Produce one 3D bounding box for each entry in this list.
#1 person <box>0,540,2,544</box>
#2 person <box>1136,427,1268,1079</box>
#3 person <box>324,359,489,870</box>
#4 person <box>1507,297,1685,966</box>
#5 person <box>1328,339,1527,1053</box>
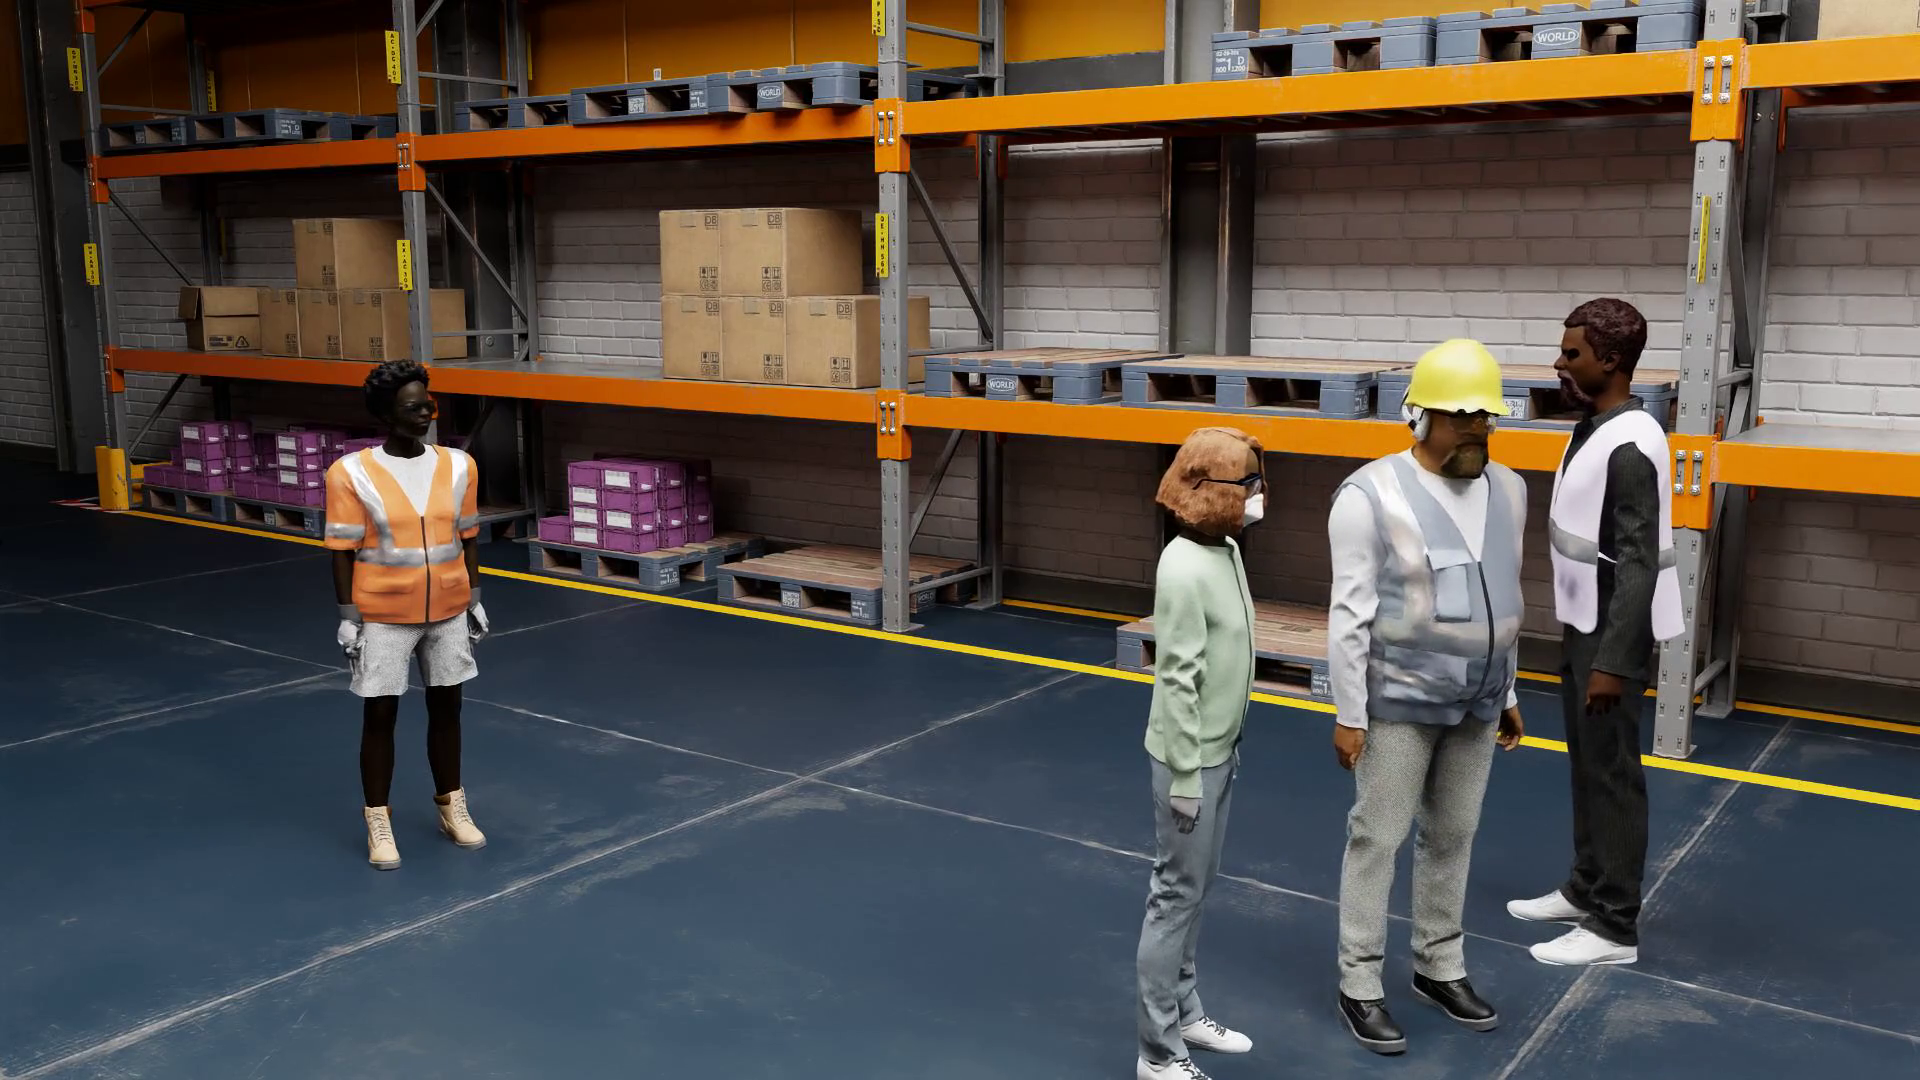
[{"bbox_3d":[-7.007,-0.883,11.612,0.370,1.933,0.553,4,10,21],"label":"person"},{"bbox_3d":[0.592,0.535,4.064,0.265,1.631,0.507,3,10,20],"label":"person"},{"bbox_3d":[-1.844,0.242,5.608,0.530,1.700,0.316,-8,12,-39],"label":"person"},{"bbox_3d":[1.856,0.273,4.788,0.395,1.916,0.590,2,10,10],"label":"person"},{"bbox_3d":[1.223,0.398,4.295,0.600,1.827,0.404,-4,10,-24],"label":"person"}]
